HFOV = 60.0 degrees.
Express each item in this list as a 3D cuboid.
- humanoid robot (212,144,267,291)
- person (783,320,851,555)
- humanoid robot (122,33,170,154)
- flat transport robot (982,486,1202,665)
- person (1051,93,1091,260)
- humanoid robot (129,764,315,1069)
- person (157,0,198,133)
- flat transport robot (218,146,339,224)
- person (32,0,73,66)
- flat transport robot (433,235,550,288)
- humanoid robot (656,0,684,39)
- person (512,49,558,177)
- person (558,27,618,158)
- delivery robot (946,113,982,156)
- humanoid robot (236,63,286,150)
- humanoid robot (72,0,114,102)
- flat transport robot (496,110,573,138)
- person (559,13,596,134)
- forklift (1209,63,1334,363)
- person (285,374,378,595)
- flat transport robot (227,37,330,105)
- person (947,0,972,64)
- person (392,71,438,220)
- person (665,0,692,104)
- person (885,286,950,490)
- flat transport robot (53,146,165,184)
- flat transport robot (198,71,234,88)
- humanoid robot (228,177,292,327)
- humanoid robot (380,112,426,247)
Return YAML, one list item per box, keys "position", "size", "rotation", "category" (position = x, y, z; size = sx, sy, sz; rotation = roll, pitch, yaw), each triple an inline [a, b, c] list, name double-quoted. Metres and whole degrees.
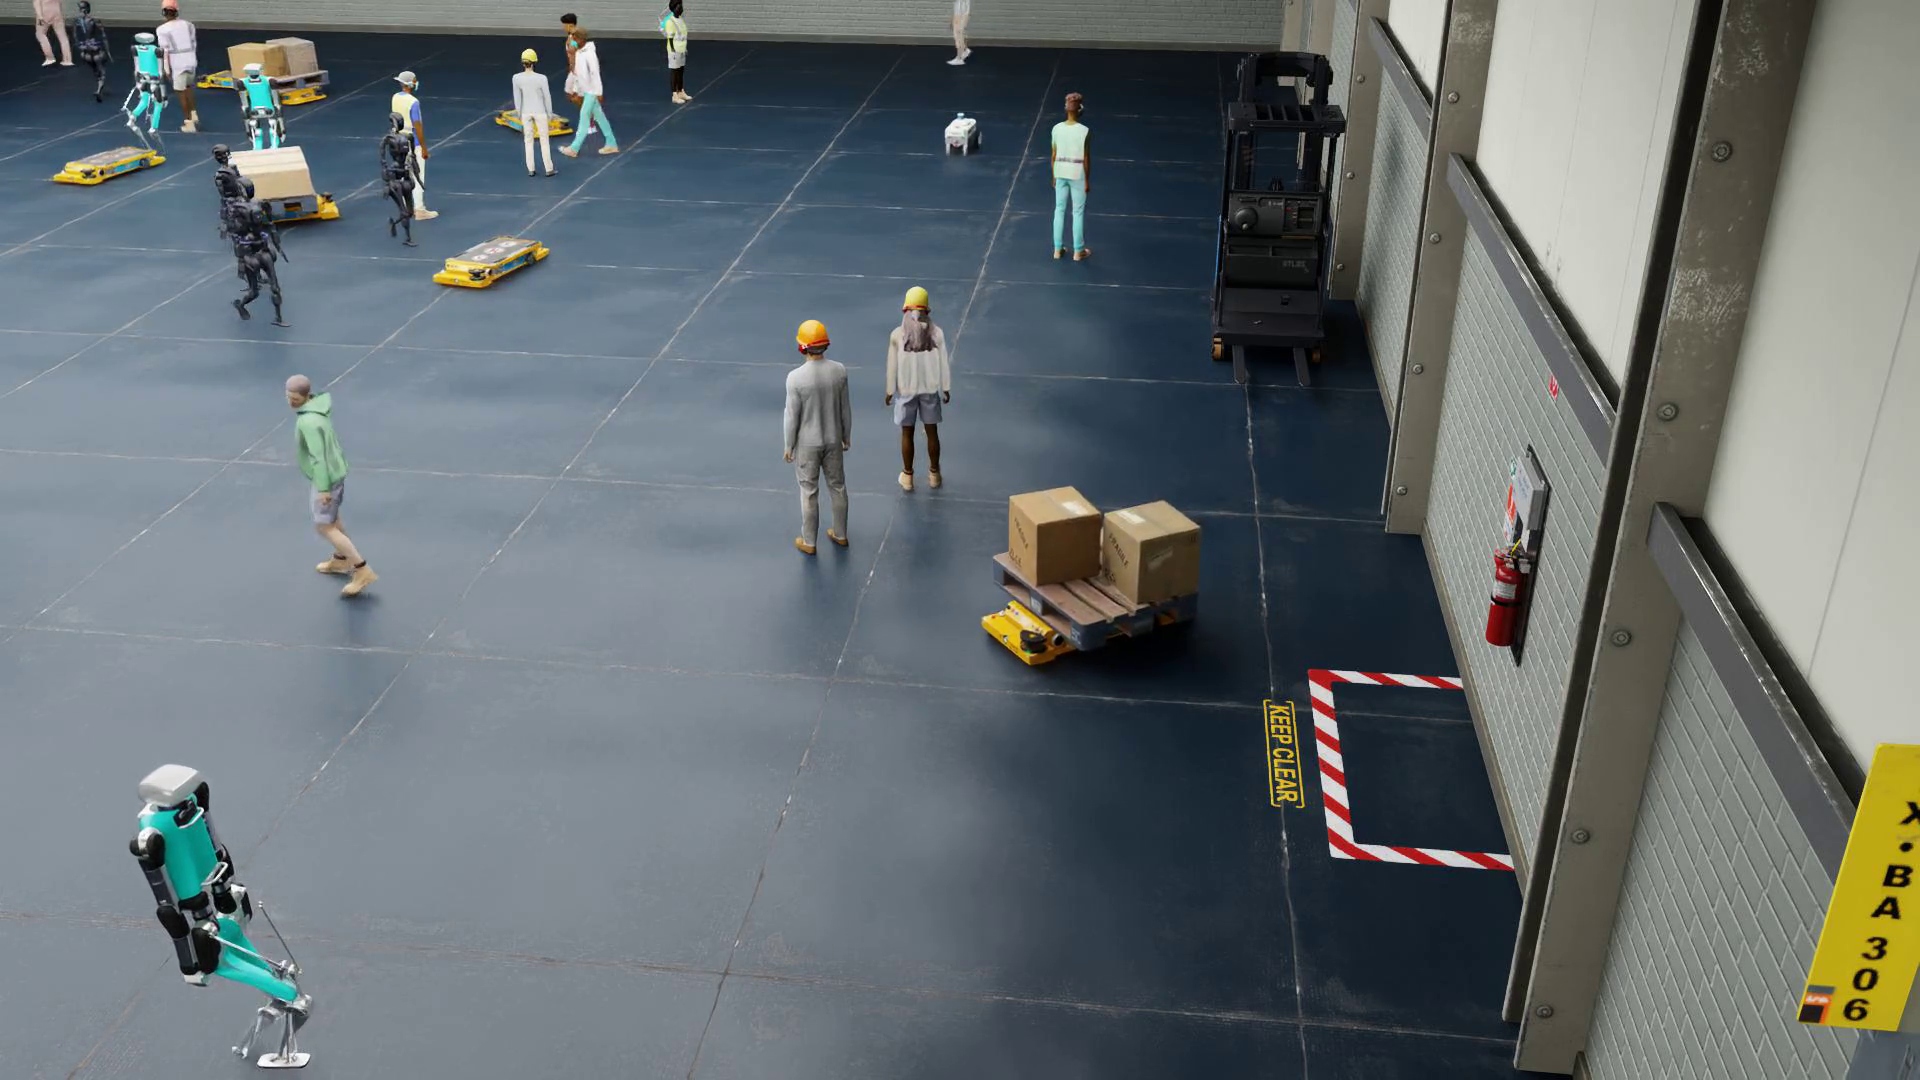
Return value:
- position: [-8.219, -3.670, 18.883]
  size: [0.315, 1.653, 0.599]
  rotation: [1, 27, 1]
  category: "humanoid robot"
- position: [-1.105, -0.794, 12.924]
  size: [0.563, 1.890, 0.380]
  rotation: [-14, 30, -26]
  category: "person"
- position: [-12.024, -6.487, 24.498]
  size: [0.538, 1.808, 0.783]
  rotation: [8, 28, 15]
  category: "humanoid robot"
- position: [0.935, 0.521, 12.099]
  size: [1.431, 0.231, 0.659]
  rotation: [-15, 30, -27]
  category: "flat transport robot"
- position: [1.317, -4.333, 19.885]
  size: [0.485, 1.978, 0.408]
  rotation: [12, 29, 23]
  category: "person"
- position: [-3.326, 1.864, 7.816]
  size: [0.802, 1.802, 0.544]
  rotation: [2, 27, 3]
  category: "humanoid robot"
- position: [-12.183, -7.412, 26.005]
  size: [0.626, 2.000, 0.634]
  rotation: [19, 32, 33]
  category: "person"
- position: [-8.904, -4.293, 21.708]
  size: [1.431, 0.231, 0.659]
  rotation: [-12, 29, -22]
  category: "flat transport robot"
- position: [-16.894, -9.728, 30.761]
  size: [0.636, 1.888, 0.664]
  rotation: [10, 28, 20]
  category: "person"
- position: [-5.555, -3.310, 19.746]
  size: [0.659, 0.231, 1.431]
  rotation: [9, 28, 18]
  category: "flat transport robot"
- position: [-5.521, -10.157, 31.627]
  size: [0.735, 1.677, 0.533]
  rotation: [-7, 28, -14]
  category: "humanoid robot"
- position: [-6.009, -6.029, 23.502]
  size: [0.529, 1.767, 0.327]
  rotation: [3, 27, 5]
  category: "person"
- position: [-5.560, -6.591, 24.513]
  size: [0.981, 1.860, 0.519]
  rotation: [-15, 30, -28]
  category: "person"
- position: [0.016, -6.110, 25.003]
  size: [0.499, 0.583, 0.767]
  rotation: [6, 27, 12]
  category: "delivery robot"
- position: [-9.386, -5.450, 22.402]
  size: [0.537, 1.819, 0.669]
  rotation: [-4, 27, -8]
  category: "humanoid robot"
- position: [-14.668, -8.256, 28.079]
  size: [0.593, 1.637, 0.700]
  rotation: [1, 27, 2]
  category: "humanoid robot"
- position: [-6.750, -6.611, 26.336]
  size: [0.659, 0.231, 1.431]
  rotation: [-19, 32, -33]
  category: "flat transport robot"
- position: [-5.917, -7.250, 25.860]
  size: [0.477, 1.834, 0.870]
  rotation: [-14, 30, -25]
  category: "person"
- position: [3.241, -3.477, 17.183]
  size: [1.129, 2.768, 1.873]
  rotation: [3, 27, 6]
  category: "forklift"
- position: [-4.704, -0.450, 12.422]
  size: [0.488, 1.726, 0.612]
  rotation: [-4, 27, -8]
  category: "person"
- position: [-11.583, -7.640, 28.390]
  size: [1.431, 0.231, 0.659]
  rotation: [16, 31, 28]
  category: "flat transport robot"
- position: [-0.042, -9.782, 30.885]
  size: [0.472, 1.863, 0.532]
  rotation: [1, 27, 3]
  category: "person"
- position: [-7.106, -5.103, 21.545]
  size: [0.527, 1.878, 0.424]
  rotation: [21, 33, 35]
  category: "person"
- position: [-4.742, -8.230, 27.971]
  size: [0.321, 1.697, 0.529]
  rotation: [8, 28, 16]
  category: "person"
- position: [-0.352, -1.263, 13.990]
  size: [0.551, 1.761, 0.406]
  rotation: [-4, 27, -8]
  category: "person"
- position: [-12.208, -5.382, 23.883]
  size: [0.659, 0.231, 1.431]
  rotation: [9, 28, 17]
  category: "flat transport robot"
- position: [-12.601, -8.075, 29.259]
  size: [1.431, 0.231, 0.659]
  rotation: [8, 28, 15]
  category: "flat transport robot"
- position: [-7.552, -3.092, 17.766]
  size: [0.615, 1.636, 0.598]
  rotation: [14, 30, 25]
  category: "humanoid robot"
- position: [-6.976, -4.473, 20.510]
  size: [0.593, 1.627, 0.600]
  rotation: [15, 30, 28]
  category: "humanoid robot"
